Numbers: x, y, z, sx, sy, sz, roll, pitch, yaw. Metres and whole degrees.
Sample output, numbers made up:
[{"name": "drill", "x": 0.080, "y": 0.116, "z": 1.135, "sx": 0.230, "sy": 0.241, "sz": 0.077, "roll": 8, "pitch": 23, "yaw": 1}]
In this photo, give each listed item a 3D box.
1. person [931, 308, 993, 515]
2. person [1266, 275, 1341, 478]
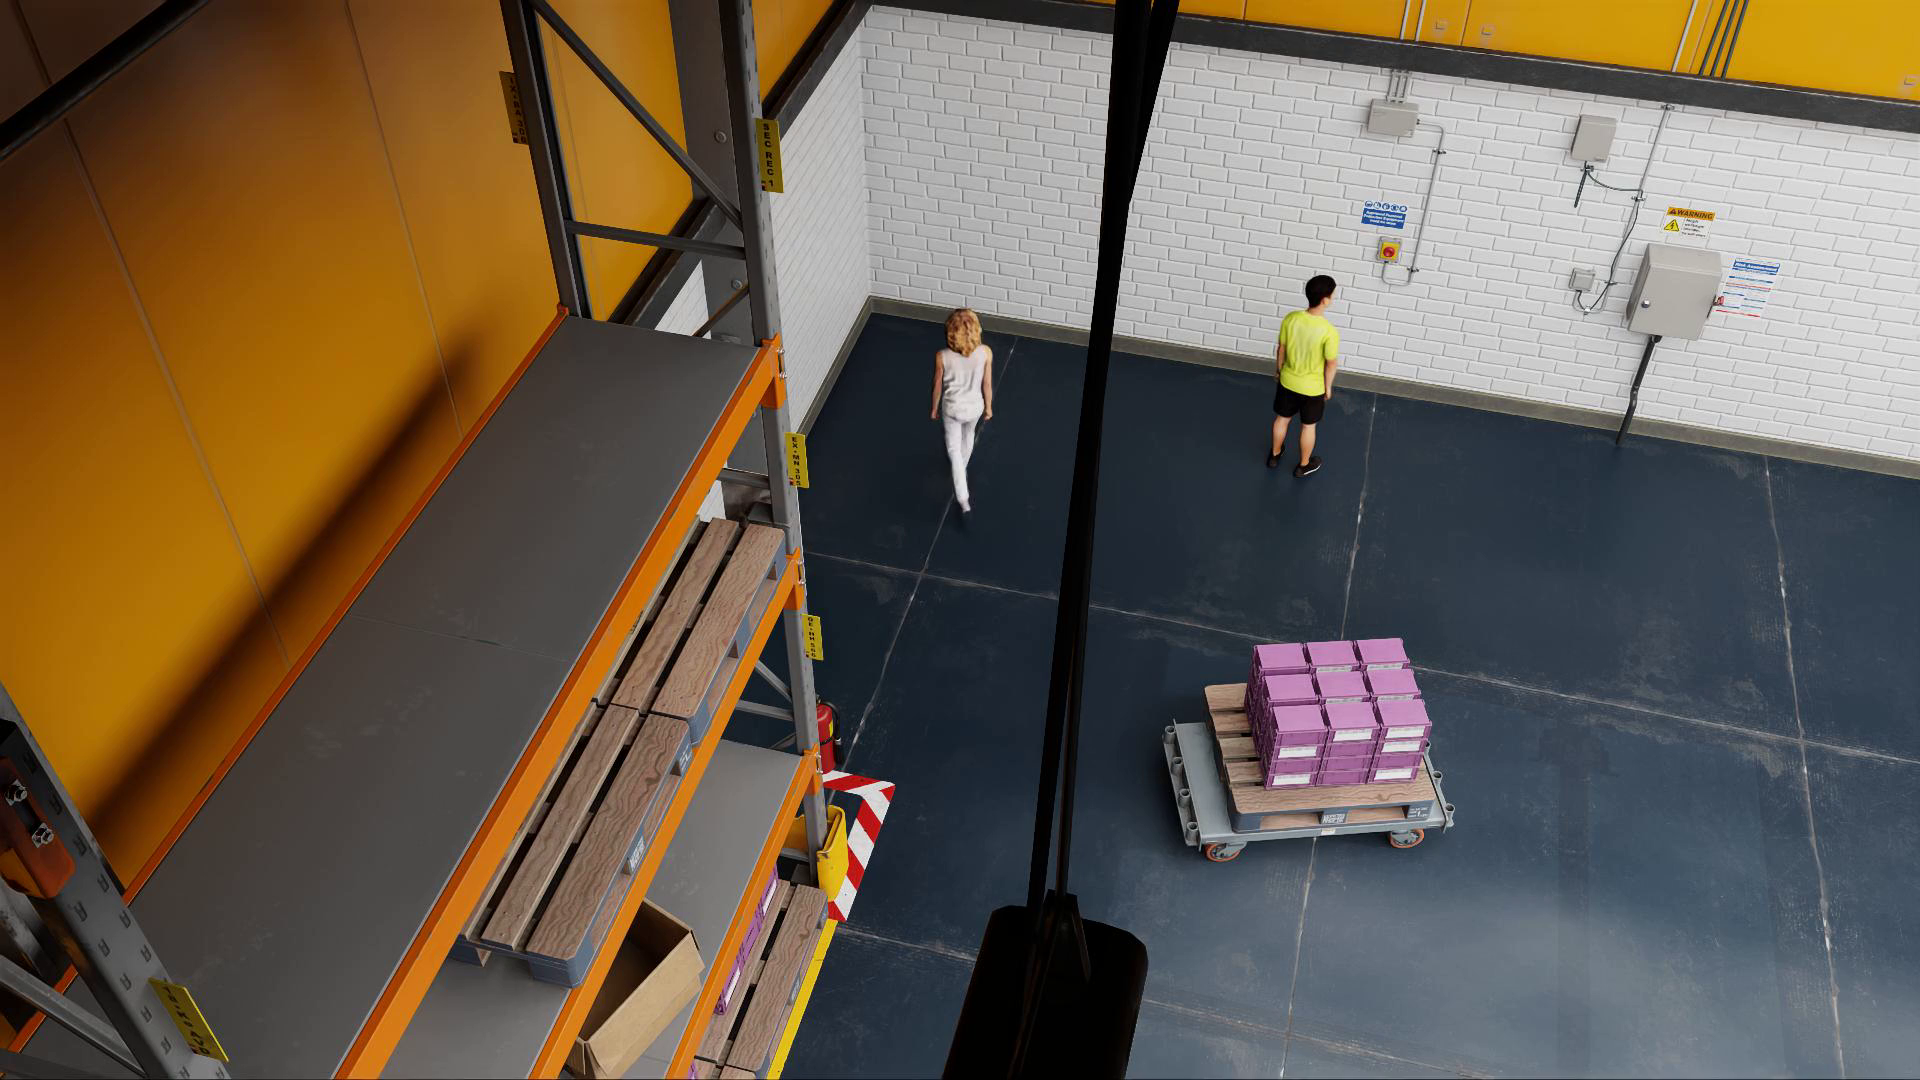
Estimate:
[{"name": "person", "x": 0.019, "y": -0.920, "z": 12.052, "sx": 0.889, "sy": 1.645, "sz": 1.121, "roll": -8, "pitch": 44, "yaw": -8}, {"name": "person", "x": 2.543, "y": -1.199, "z": 12.300, "sx": 0.688, "sy": 1.706, "sz": 0.664, "roll": 27, "pitch": 50, "yaw": 25}]
